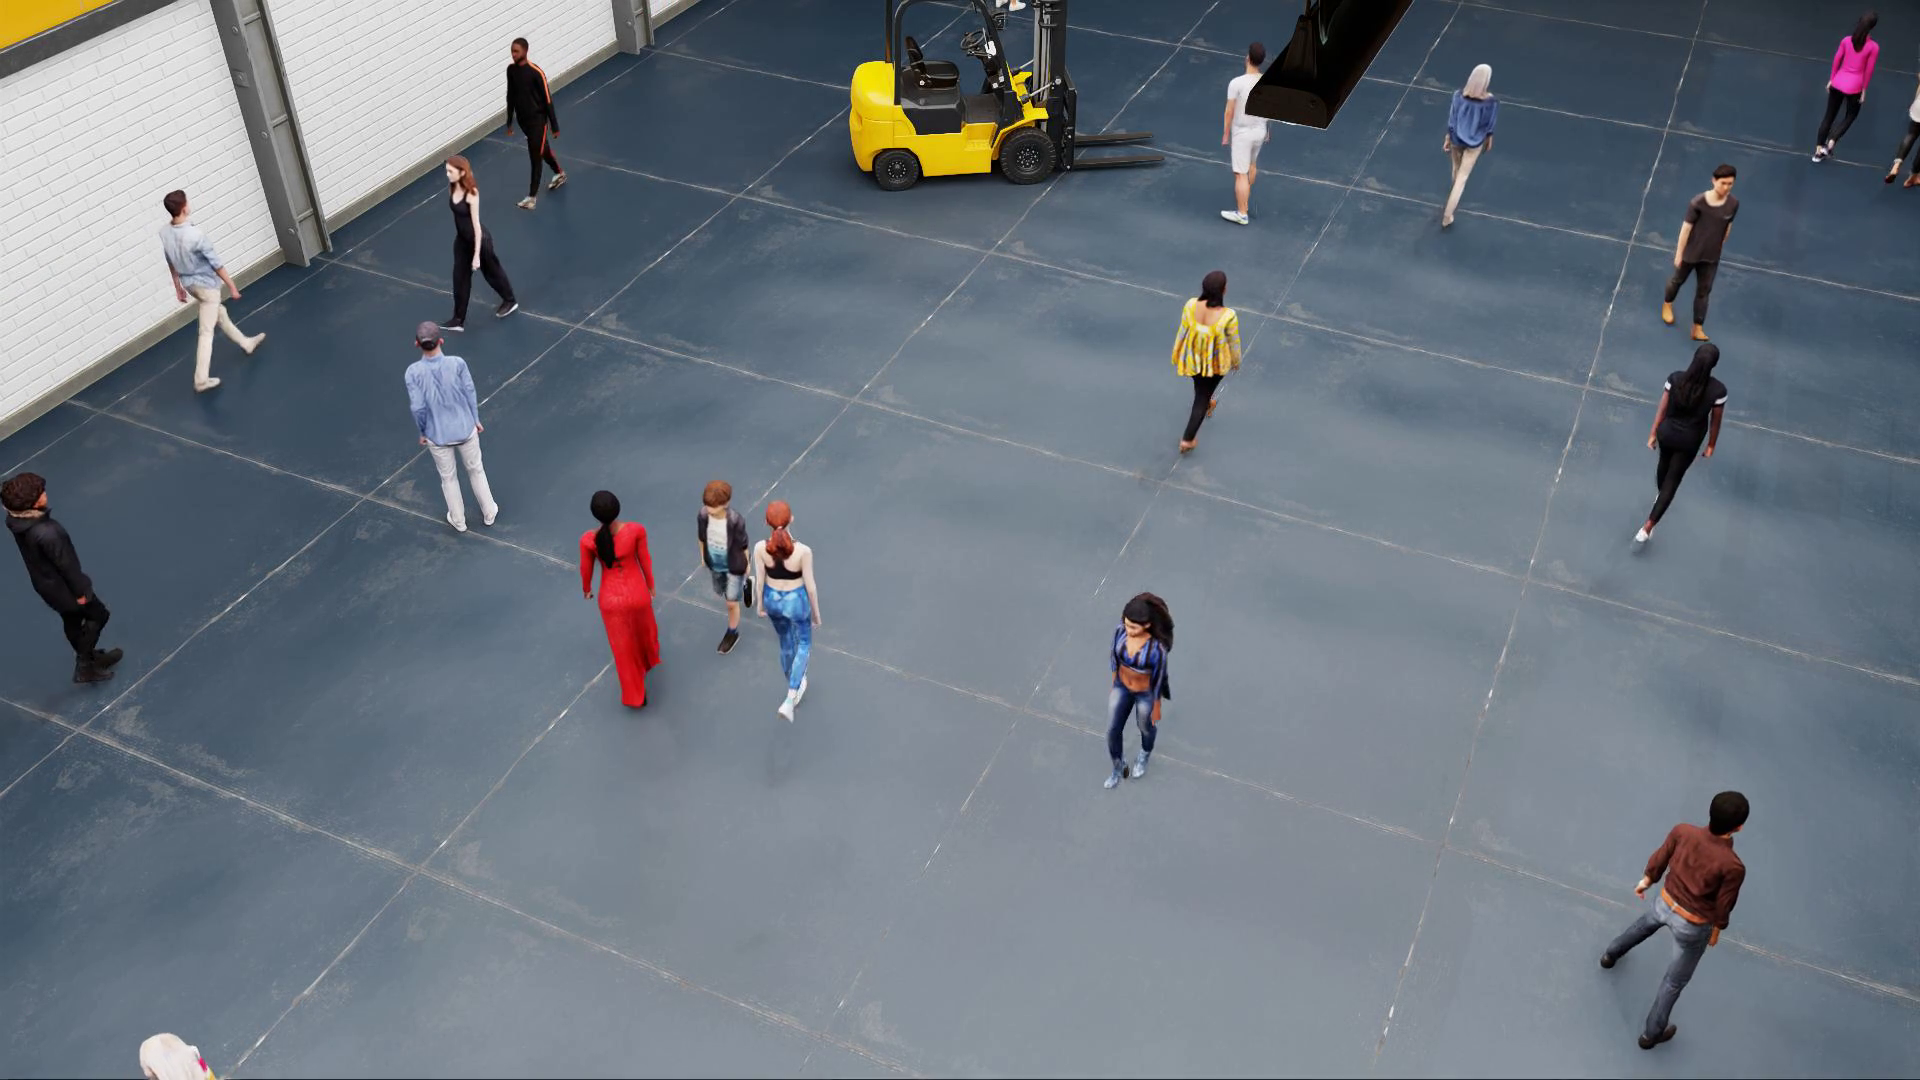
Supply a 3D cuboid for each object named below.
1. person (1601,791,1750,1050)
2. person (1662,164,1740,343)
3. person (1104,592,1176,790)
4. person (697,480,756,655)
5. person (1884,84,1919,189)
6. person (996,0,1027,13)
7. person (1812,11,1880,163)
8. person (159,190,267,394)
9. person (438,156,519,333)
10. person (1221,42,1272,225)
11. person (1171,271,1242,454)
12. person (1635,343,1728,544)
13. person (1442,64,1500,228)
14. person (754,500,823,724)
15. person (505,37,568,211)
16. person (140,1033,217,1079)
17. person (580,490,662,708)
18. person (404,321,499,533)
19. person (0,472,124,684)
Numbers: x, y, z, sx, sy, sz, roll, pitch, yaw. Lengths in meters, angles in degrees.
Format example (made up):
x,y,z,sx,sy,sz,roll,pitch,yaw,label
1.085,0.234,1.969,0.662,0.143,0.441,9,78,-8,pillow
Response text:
x,y,z,sx,sy,sz,roll,pitch,yaw,label
4.038,2.099,9.377,0.976,1.741,0.956,-20,43,-23,person
6.860,-2.733,15.480,0.843,1.675,1.094,2,39,3,person
1.207,0.947,10.926,0.711,1.608,0.726,24,44,27,person
-1.665,0.118,12.108,0.562,1.429,0.874,14,41,17,person
10.260,-4.531,17.624,0.953,1.810,0.809,-30,48,-32,person
0.636,-7.885,21.825,0.650,1.809,0.573,26,46,29,person
9.672,-4.922,18.220,0.743,1.688,0.707,-30,47,-32,person
-6.738,-2.159,14.664,0.700,1.797,1.226,14,41,17,person
-4.449,-2.801,15.544,0.742,1.701,1.140,23,44,26,person
2.988,-4.159,17.147,0.946,1.824,1.001,-18,42,-21,person
2.019,-1.425,13.941,0.800,1.552,1.079,22,44,25,person
5.589,-0.733,12.964,0.779,1.689,1.223,24,45,27,person
5.196,-4.025,17.135,0.678,1.640,1.157,19,43,23,person
-1.181,0.539,11.317,0.761,1.768,0.949,5,39,6,person
-4.444,-4.440,17.553,0.673,1.756,1.177,18,42,21,person
-3.596,2.998,8.209,0.875,1.795,0.815,-13,40,-16,person
-2.305,0.452,11.428,0.982,1.765,1.047,-11,40,-14,person
-3.988,-0.880,12.990,0.718,1.887,0.791,-15,41,-18,person
-6.326,0.329,11.572,0.633,1.769,0.693,20,43,23,person
